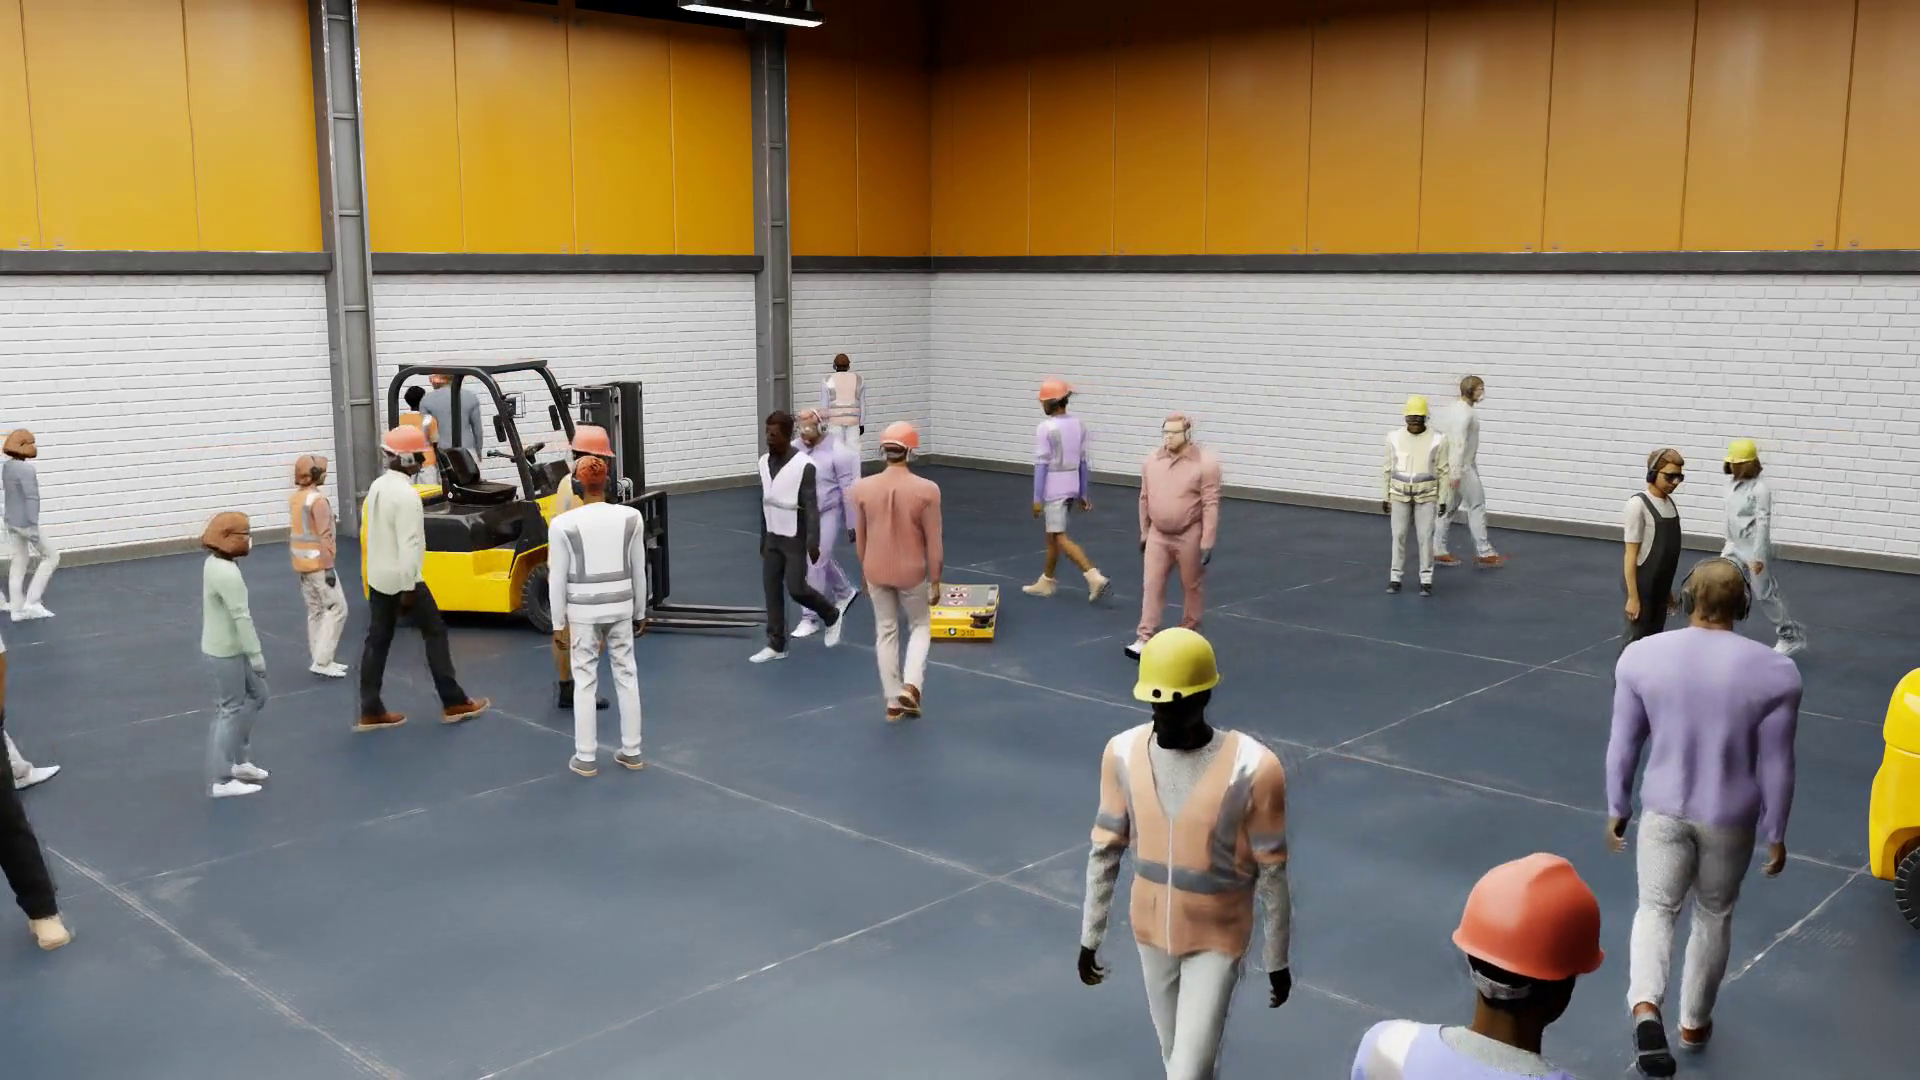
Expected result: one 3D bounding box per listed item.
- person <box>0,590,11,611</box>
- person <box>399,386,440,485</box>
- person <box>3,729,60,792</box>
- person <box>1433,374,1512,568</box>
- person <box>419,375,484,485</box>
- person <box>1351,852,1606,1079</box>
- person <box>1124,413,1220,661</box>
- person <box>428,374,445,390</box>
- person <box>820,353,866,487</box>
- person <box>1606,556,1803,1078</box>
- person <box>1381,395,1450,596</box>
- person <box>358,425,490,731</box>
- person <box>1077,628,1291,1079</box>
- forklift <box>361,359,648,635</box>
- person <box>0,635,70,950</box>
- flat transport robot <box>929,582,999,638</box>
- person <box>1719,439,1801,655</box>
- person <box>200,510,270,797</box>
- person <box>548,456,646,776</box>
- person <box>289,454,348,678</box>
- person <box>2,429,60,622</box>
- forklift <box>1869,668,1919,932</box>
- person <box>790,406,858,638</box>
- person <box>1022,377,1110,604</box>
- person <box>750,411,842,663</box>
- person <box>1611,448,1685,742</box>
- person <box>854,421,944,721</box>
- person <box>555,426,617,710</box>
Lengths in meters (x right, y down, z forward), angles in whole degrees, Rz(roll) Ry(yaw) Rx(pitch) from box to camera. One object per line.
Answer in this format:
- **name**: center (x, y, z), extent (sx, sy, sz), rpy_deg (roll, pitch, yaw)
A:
- **person**: center (-8.525, -0.131, 14.064), extent (0.512, 1.605, 0.841), rpy_deg (7, 12, 38)
- **person**: center (-5.858, -0.819, 17.983), extent (0.540, 1.696, 0.317), rpy_deg (0, 9, 3)
- **person**: center (-5.576, 0.660, 9.213), extent (0.883, 1.589, 0.536), rpy_deg (-6, 11, -32)
- **person**: center (5.099, -0.669, 16.412), extent (0.885, 1.906, 0.661), rpy_deg (2, 10, 13)
- **person**: center (-5.532, -0.943, 18.024), extent (0.811, 1.941, 0.452), rpy_deg (-4, 10, -21)
- **person**: center (0.927, 1.509, 3.023), extent (0.556, 1.920, 0.735), rpy_deg (7, 12, 38)
- **person**: center (1.575, -0.004, 12.449), extent (0.674, 1.863, 0.932), rpy_deg (5, 11, 29)
- **person**: center (-5.721, -0.965, 18.133), extent (0.655, 1.940, 0.903), rpy_deg (7, 11, 36)
- **person**: center (-1.548, -1.530, 21.905), extent (0.624, 1.845, 0.430), rpy_deg (-3, 10, -17)
- **person**: center (2.676, 1.024, 6.066), extent (0.642, 1.914, 0.793), rpy_deg (5, 11, 29)
- **person**: center (4.108, -0.403, 15.058), extent (0.612, 1.823, 0.408), rpy_deg (4, 10, 24)
- **person**: center (-3.513, 0.234, 10.743), extent (0.637, 1.956, 0.917), rpy_deg (9, 13, 44)
- **person**: center (0.616, 1.204, 4.959), extent (0.623, 1.893, 0.833), rpy_deg (7, 11, 35)
- **forklift**: center (-3.850, -0.407, 13.936), extent (2.313, 2.155, 1.214), rpy_deg (2, 9, 11)
- **person**: center (-4.273, 0.821, 6.880), extent (0.767, 2.000, 0.939), rpy_deg (-1, 9, -3)
- **flat transport robot**: center (-0.021, 0.569, 13.836), extent (0.652, 0.197, 1.431), rpy_deg (1, 9, 3)
- **person**: center (5.964, 0.071, 12.552), extent (0.910, 1.690, 0.524), rpy_deg (-3, 10, -16)
- **person**: center (-4.048, 0.634, 9.332), extent (0.436, 1.613, 0.517), rpy_deg (-5, 11, -30)
- **person**: center (-2.105, 0.443, 9.705), extent (0.579, 1.879, 0.346), rpy_deg (-5, 11, -28)
- **person**: center (-4.614, 0.194, 11.970), extent (0.376, 1.631, 0.553), rpy_deg (-8, 12, -42)
- **person**: center (-7.823, -0.124, 13.943), extent (0.520, 1.615, 0.435), rpy_deg (7, 12, 37)
- **forklift**: center (5.205, 0.723, 7.013), extent (2.313, 2.155, 1.214), rpy_deg (9, 13, 43)
- **person**: center (-1.115, -0.183, 13.612), extent (0.668, 1.864, 0.932), rpy_deg (6, 11, 34)
- **person**: center (0.939, -0.430, 14.669), extent (0.965, 2.012, 0.614), rpy_deg (8, 12, 40)
- **person**: center (-1.263, -0.036, 12.573), extent (0.607, 1.897, 0.716), rpy_deg (9, 13, 44)
- **person**: center (4.344, 0.337, 10.467), extent (0.506, 1.839, 0.343), rpy_deg (-8, 12, -40)
- **person**: center (-0.401, 0.219, 10.792), extent (0.613, 1.973, 0.513), rpy_deg (2, 9, 12)
- **person**: center (-2.508, 0.194, 11.103), extent (0.478, 1.911, 0.574), rpy_deg (-4, 10, -24)
